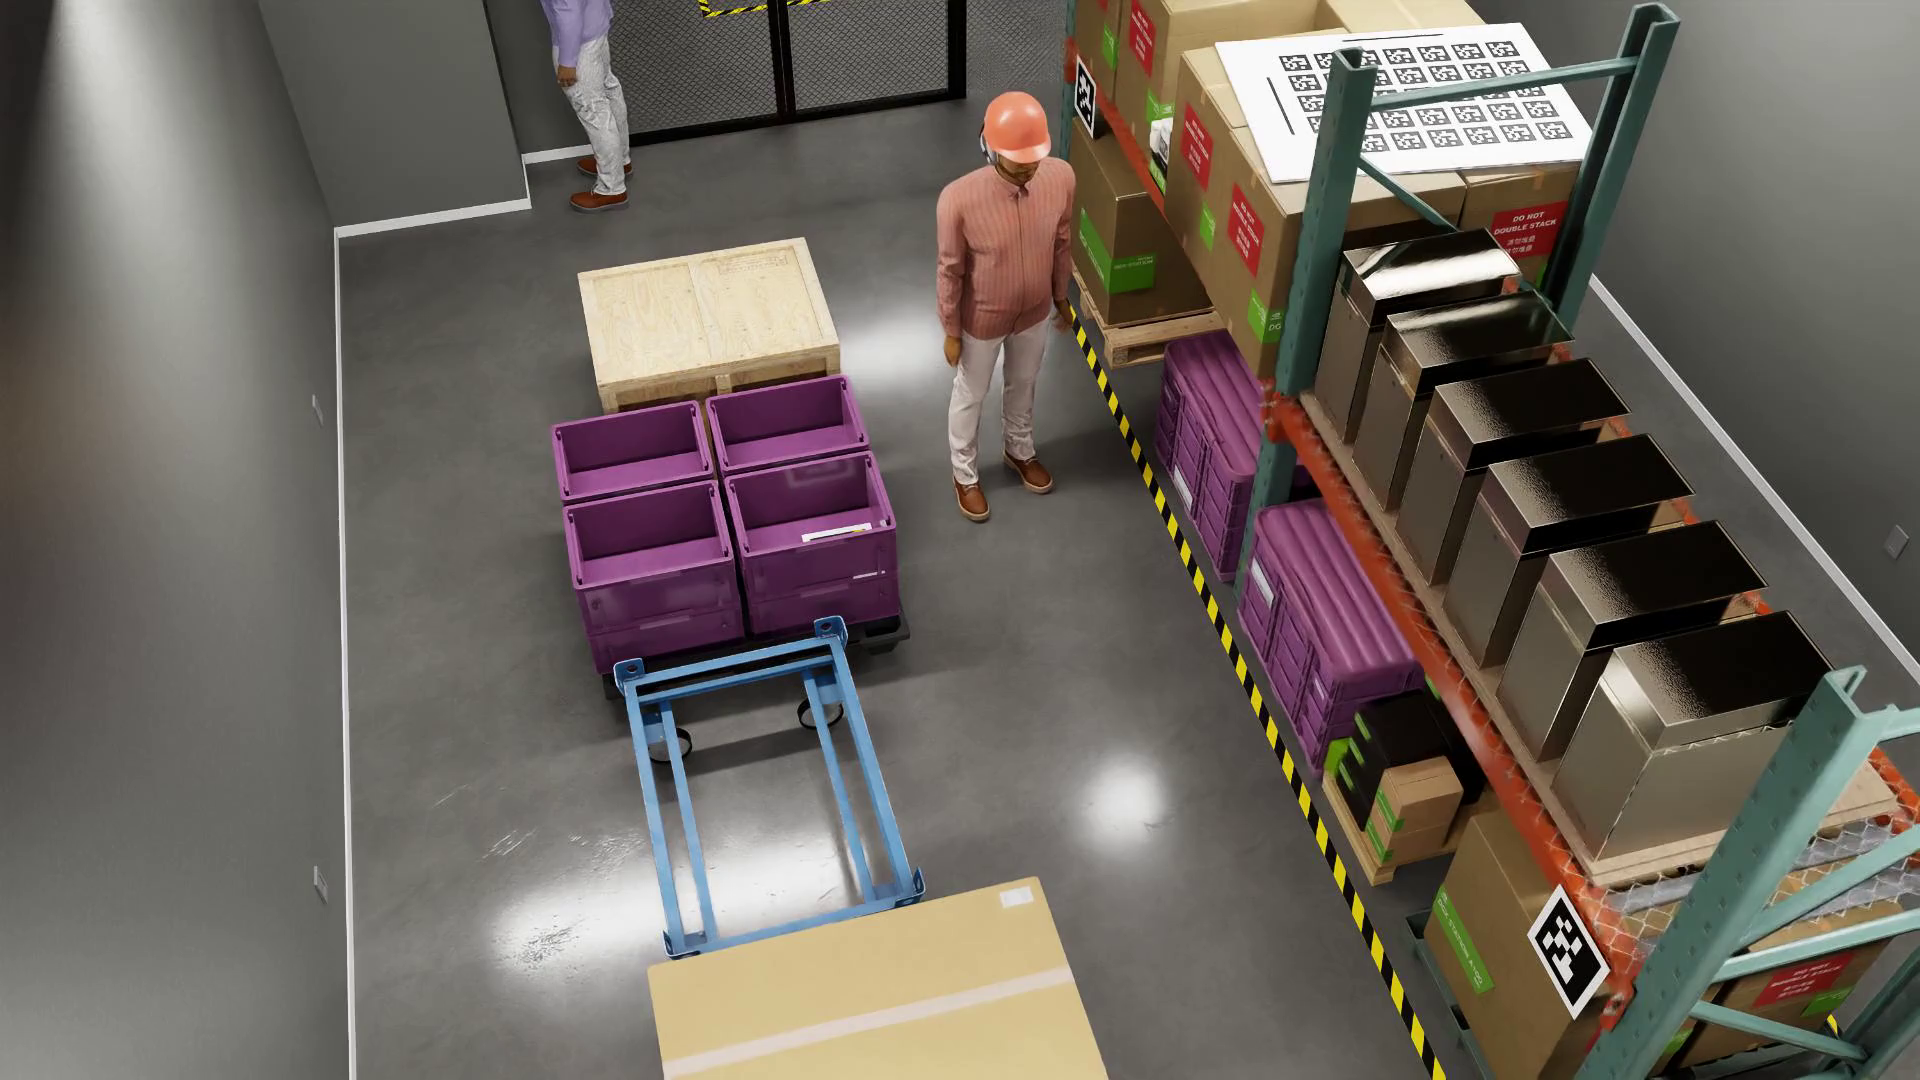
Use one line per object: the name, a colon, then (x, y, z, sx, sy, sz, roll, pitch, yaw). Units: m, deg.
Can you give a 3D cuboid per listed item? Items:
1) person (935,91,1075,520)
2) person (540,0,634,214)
person: (0.190, -0.924, 6.697, 0.609, 1.996, 0.383, -21, 51, -19)
person: (-1.890, -2.519, 8.199, 0.361, 1.939, 0.635, 0, 47, 0)
